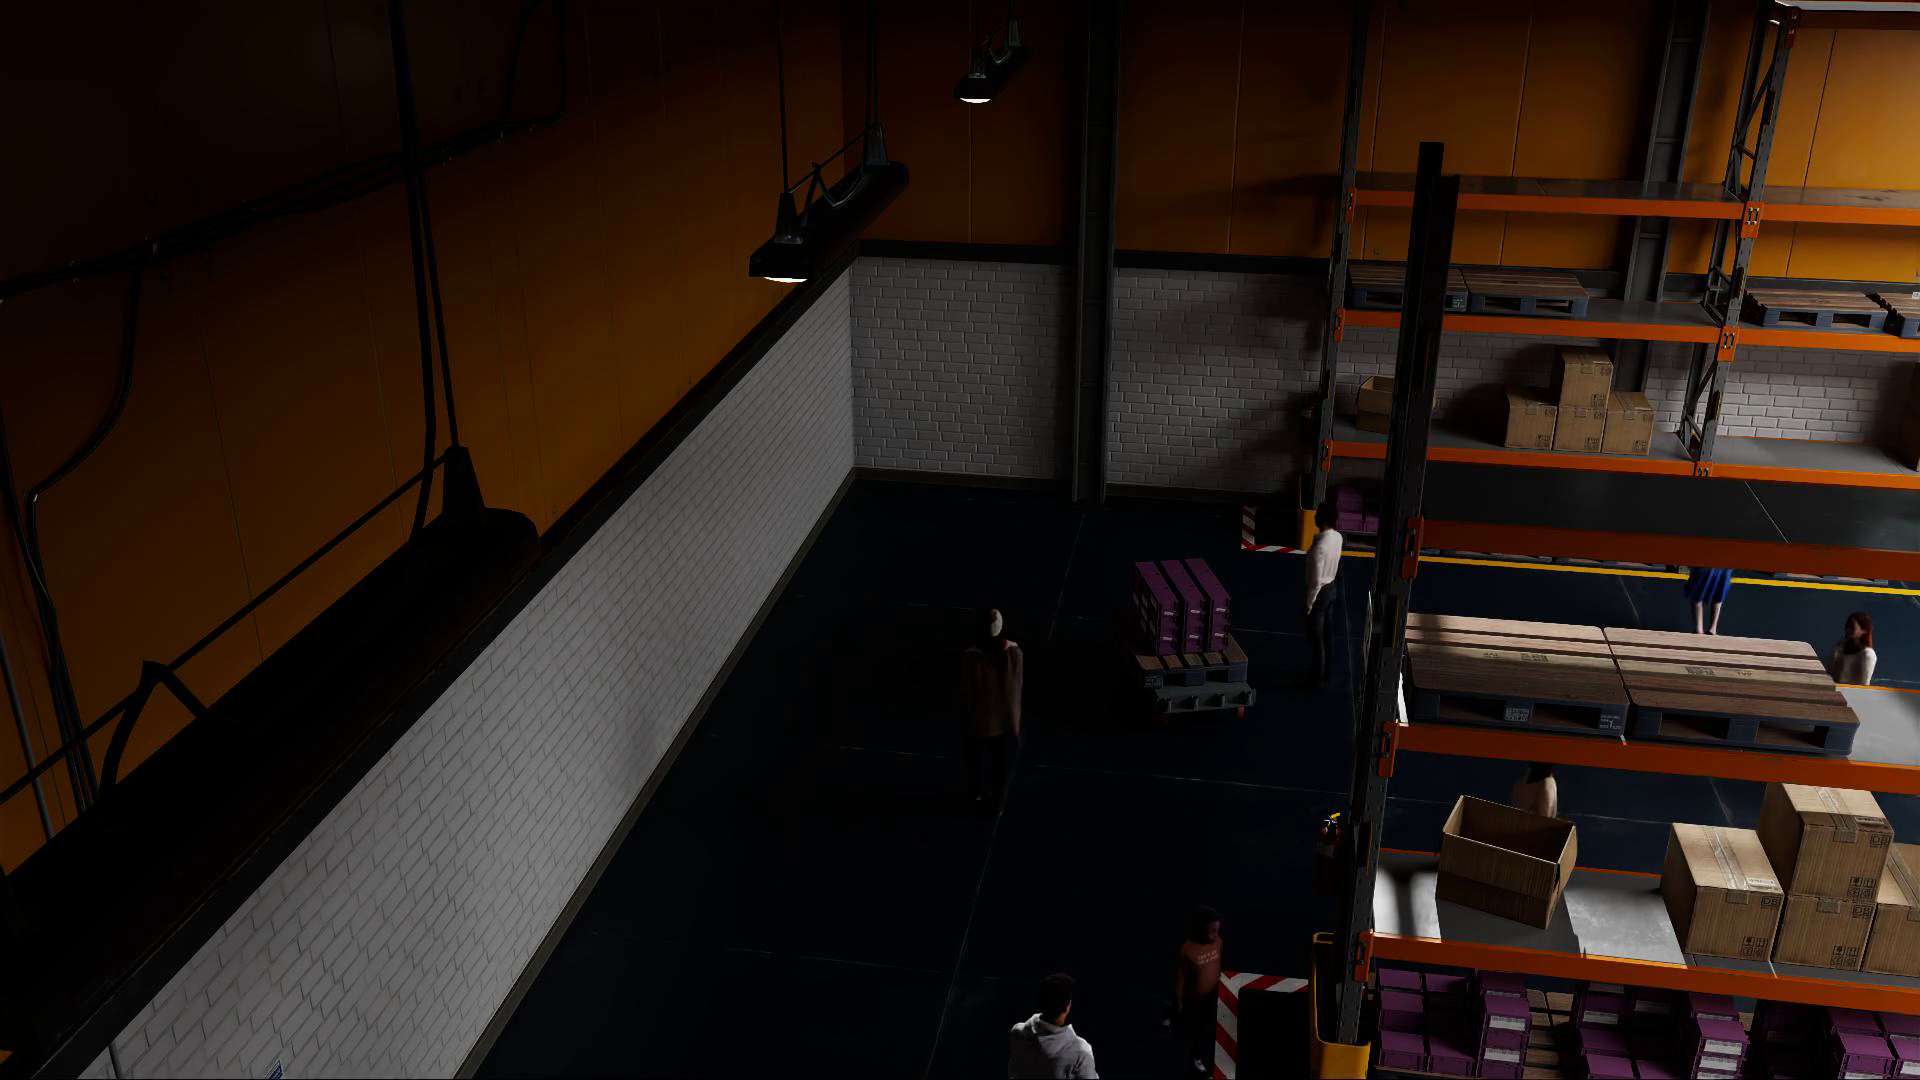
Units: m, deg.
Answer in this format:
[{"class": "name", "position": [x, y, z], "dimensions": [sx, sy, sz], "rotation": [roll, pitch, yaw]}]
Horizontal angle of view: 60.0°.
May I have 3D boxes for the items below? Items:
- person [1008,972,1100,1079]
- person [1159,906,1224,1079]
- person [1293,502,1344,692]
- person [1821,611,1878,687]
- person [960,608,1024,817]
[{"class": "person", "position": [0.463, 3.319, 9.258], "dimensions": [1.282, 1.885, 1.047], "rotation": [13, 27, 27]}, {"class": "person", "position": [1.525, 2.922, 10.975], "dimensions": [0.859, 1.237, 0.844], "rotation": [-9, 25, -20]}, {"class": "person", "position": [3.405, 0.524, 15.671], "dimensions": [0.701, 1.870, 0.740], "rotation": [16, 28, 32]}, {"class": "person", "position": [7.505, 1.368, 13.992], "dimensions": [0.915, 1.669, 0.752], "rotation": [-1, 24, -2]}, {"class": "person", "position": [0.265, 1.420, 13.616], "dimensions": [0.748, 1.875, 0.854], "rotation": [-3, 24, -6]}]
